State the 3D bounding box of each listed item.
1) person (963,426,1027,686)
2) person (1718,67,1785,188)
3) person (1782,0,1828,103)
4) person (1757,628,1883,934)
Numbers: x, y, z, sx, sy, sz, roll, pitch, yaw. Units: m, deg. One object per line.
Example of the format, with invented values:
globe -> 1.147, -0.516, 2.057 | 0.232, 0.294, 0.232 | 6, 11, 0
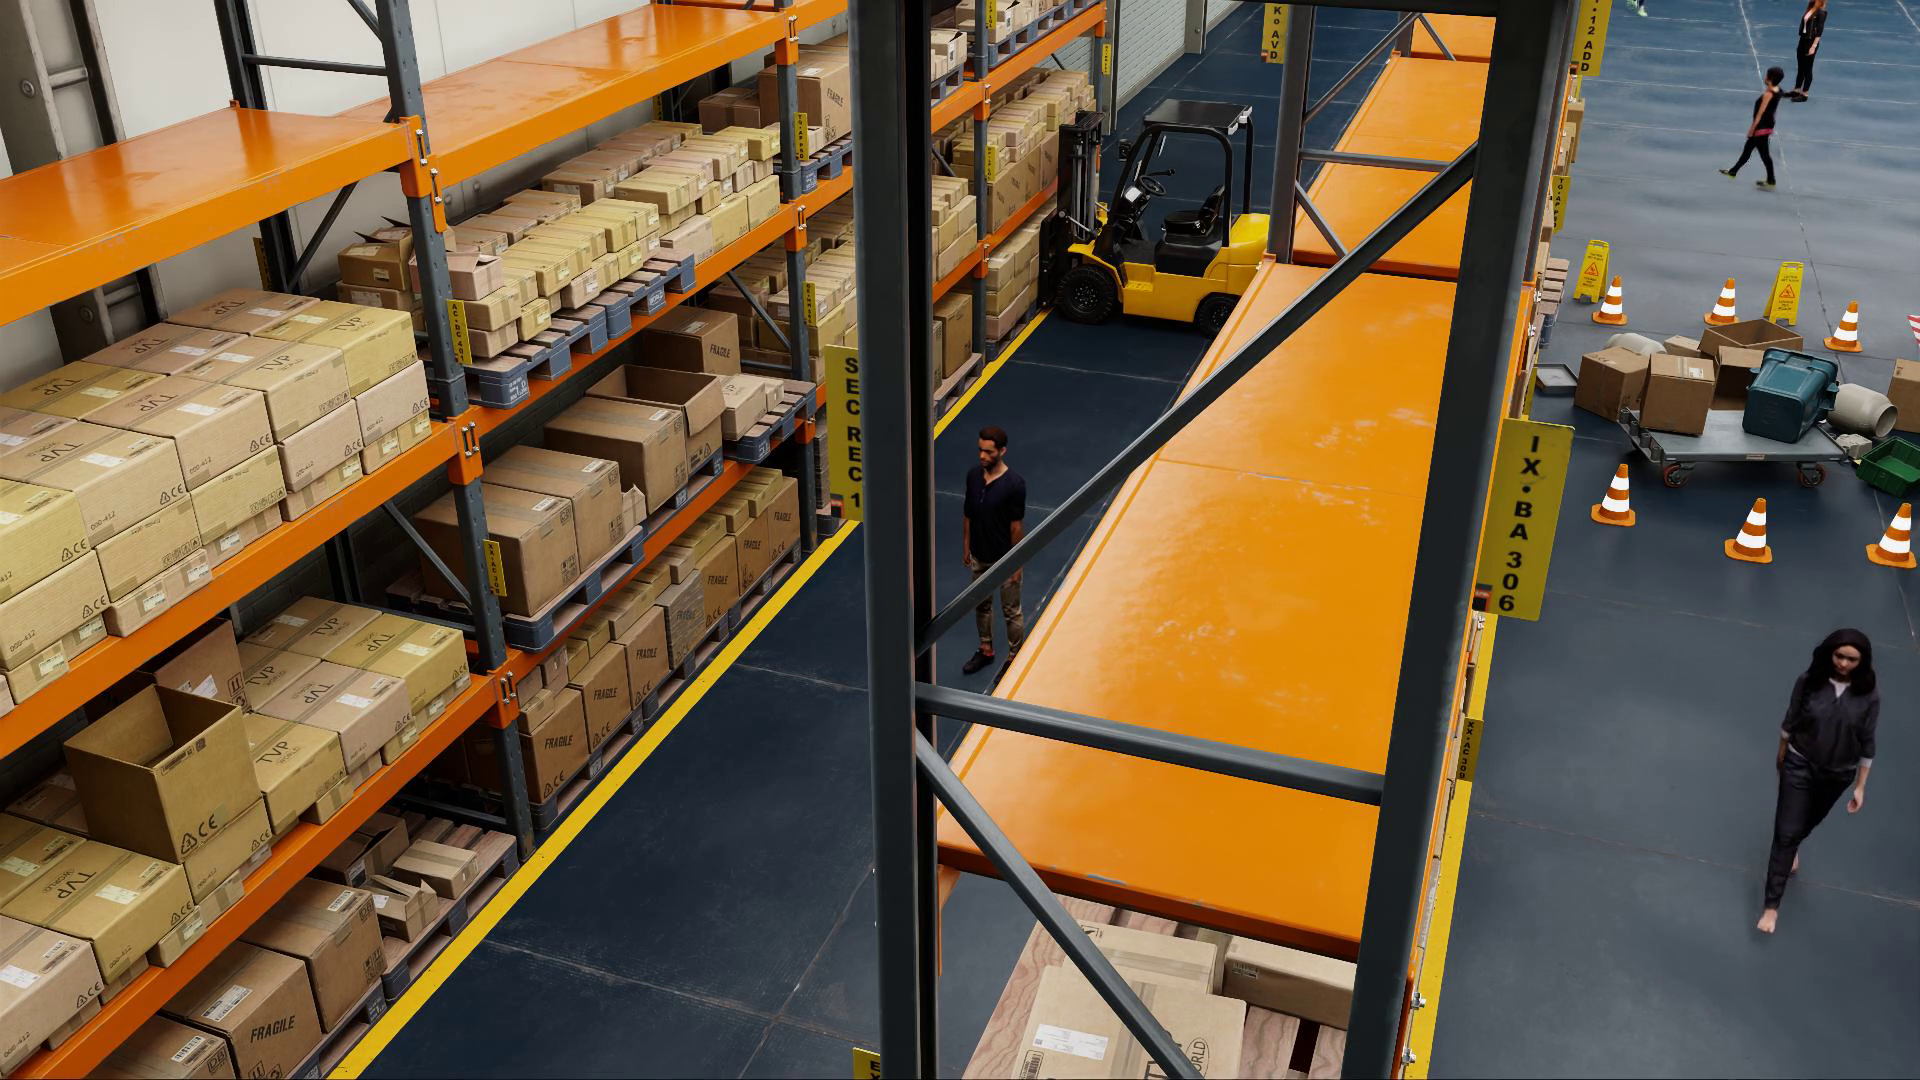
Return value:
person -> 0.245, 0.090, 11.026 | 0.669, 1.854, 0.617 | 17, 33, 29
person -> 10.467, -5.310, 21.534 | 0.873, 1.509, 1.026 | 23, 36, 36
person -> 13.189, -7.696, 25.802 | 0.731, 1.706, 0.587 | -1, 28, -2
person -> 4.684, 1.217, 9.061 | 0.674, 1.711, 1.186 | 13, 31, 23
